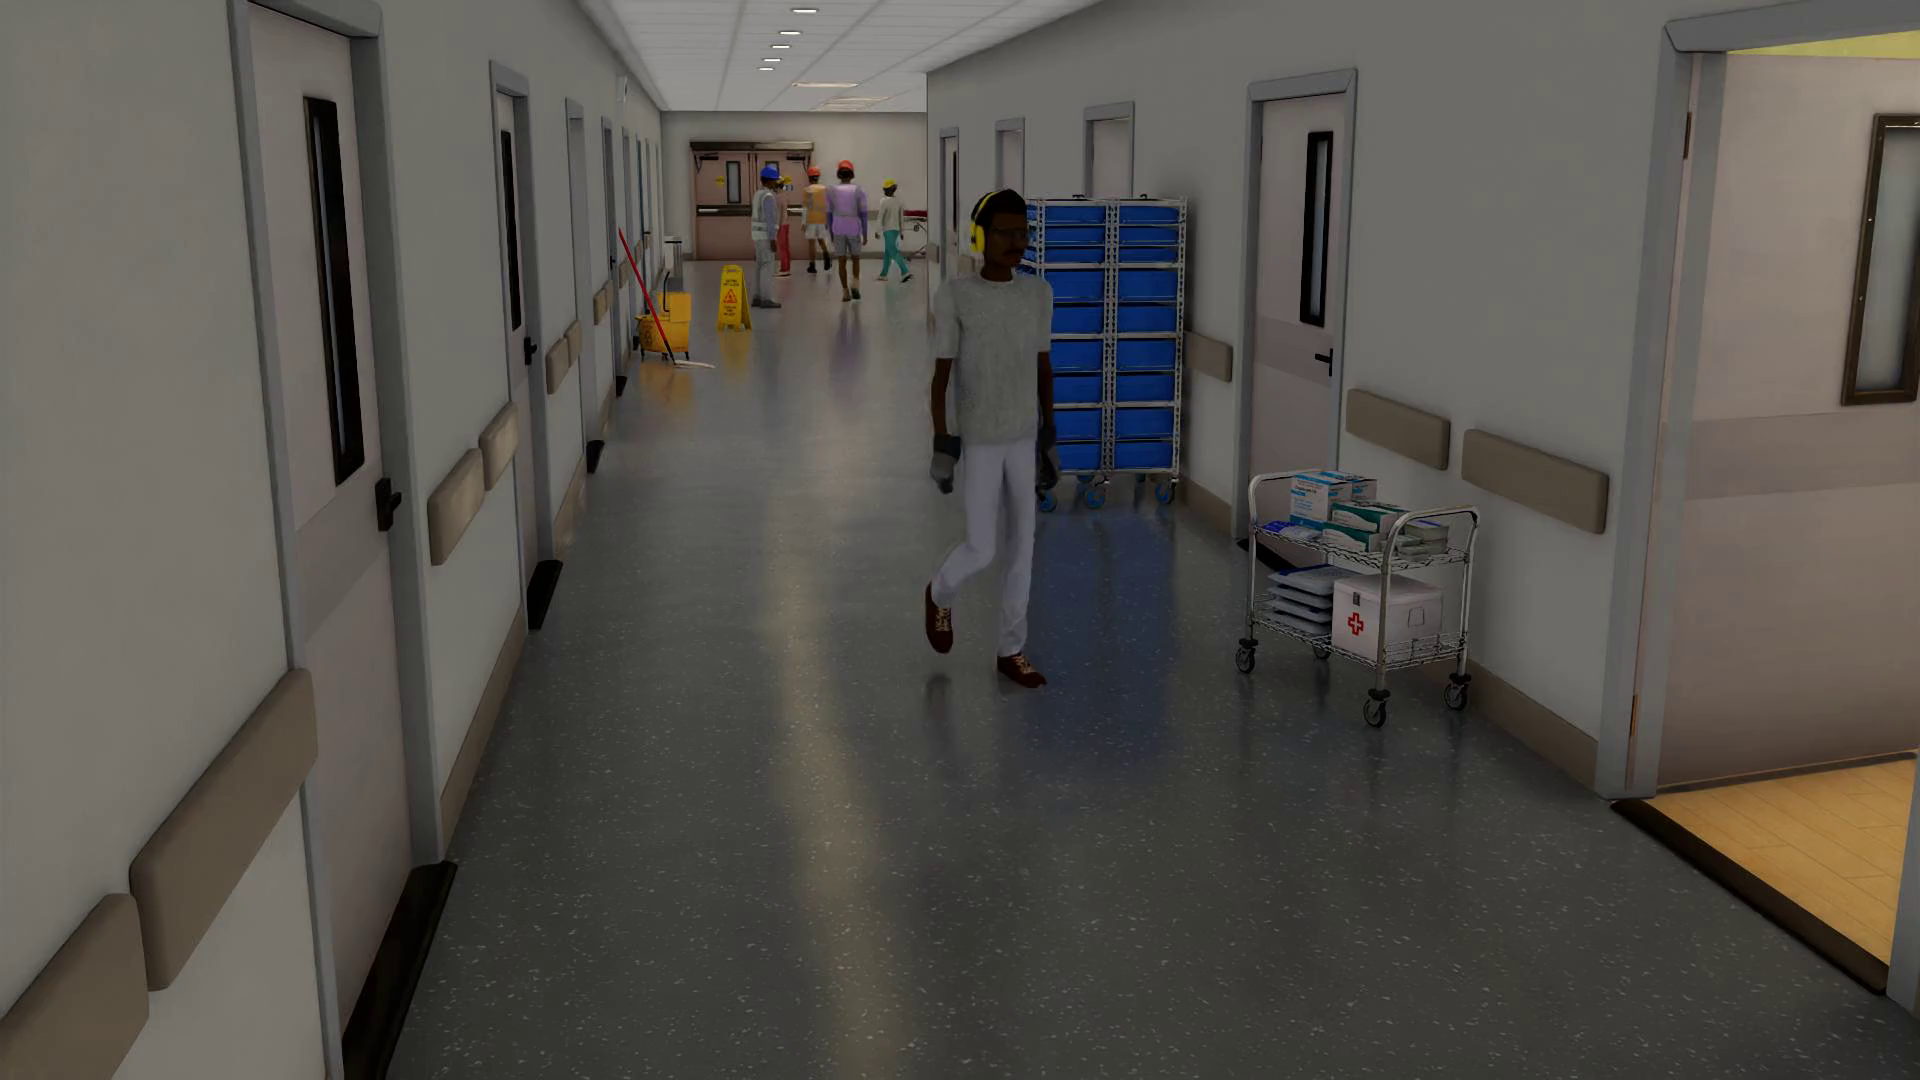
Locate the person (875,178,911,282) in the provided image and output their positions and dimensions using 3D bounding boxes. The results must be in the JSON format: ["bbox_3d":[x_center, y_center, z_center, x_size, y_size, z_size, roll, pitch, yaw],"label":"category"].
[{"bbox_3d":[-1.127,-5.202,27.963,0.882,1.730,0.531,9,16,35],"label":"person"}]

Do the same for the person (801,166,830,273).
[{"bbox_3d":[-2.617,-5.822,30.263,0.551,1.922,0.515,-7,15,-30],"label":"person"}]

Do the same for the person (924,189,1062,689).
[{"bbox_3d":[0.118,-0.379,6.270,0.521,1.856,0.548,-7,15,-30],"label":"person"}]

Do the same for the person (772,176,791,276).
[{"bbox_3d":[-3.191,-5.545,29.411,0.335,1.759,0.523,3,13,12],"label":"person"}]

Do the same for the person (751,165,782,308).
[{"bbox_3d":[-2.655,-4.159,22.866,0.424,1.933,0.599,-5,14,-23],"label":"person"}]

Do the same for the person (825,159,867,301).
[{"bbox_3d":[-1.634,-4.456,23.981,0.604,2.022,0.455,0,13,-1],"label":"person"}]
